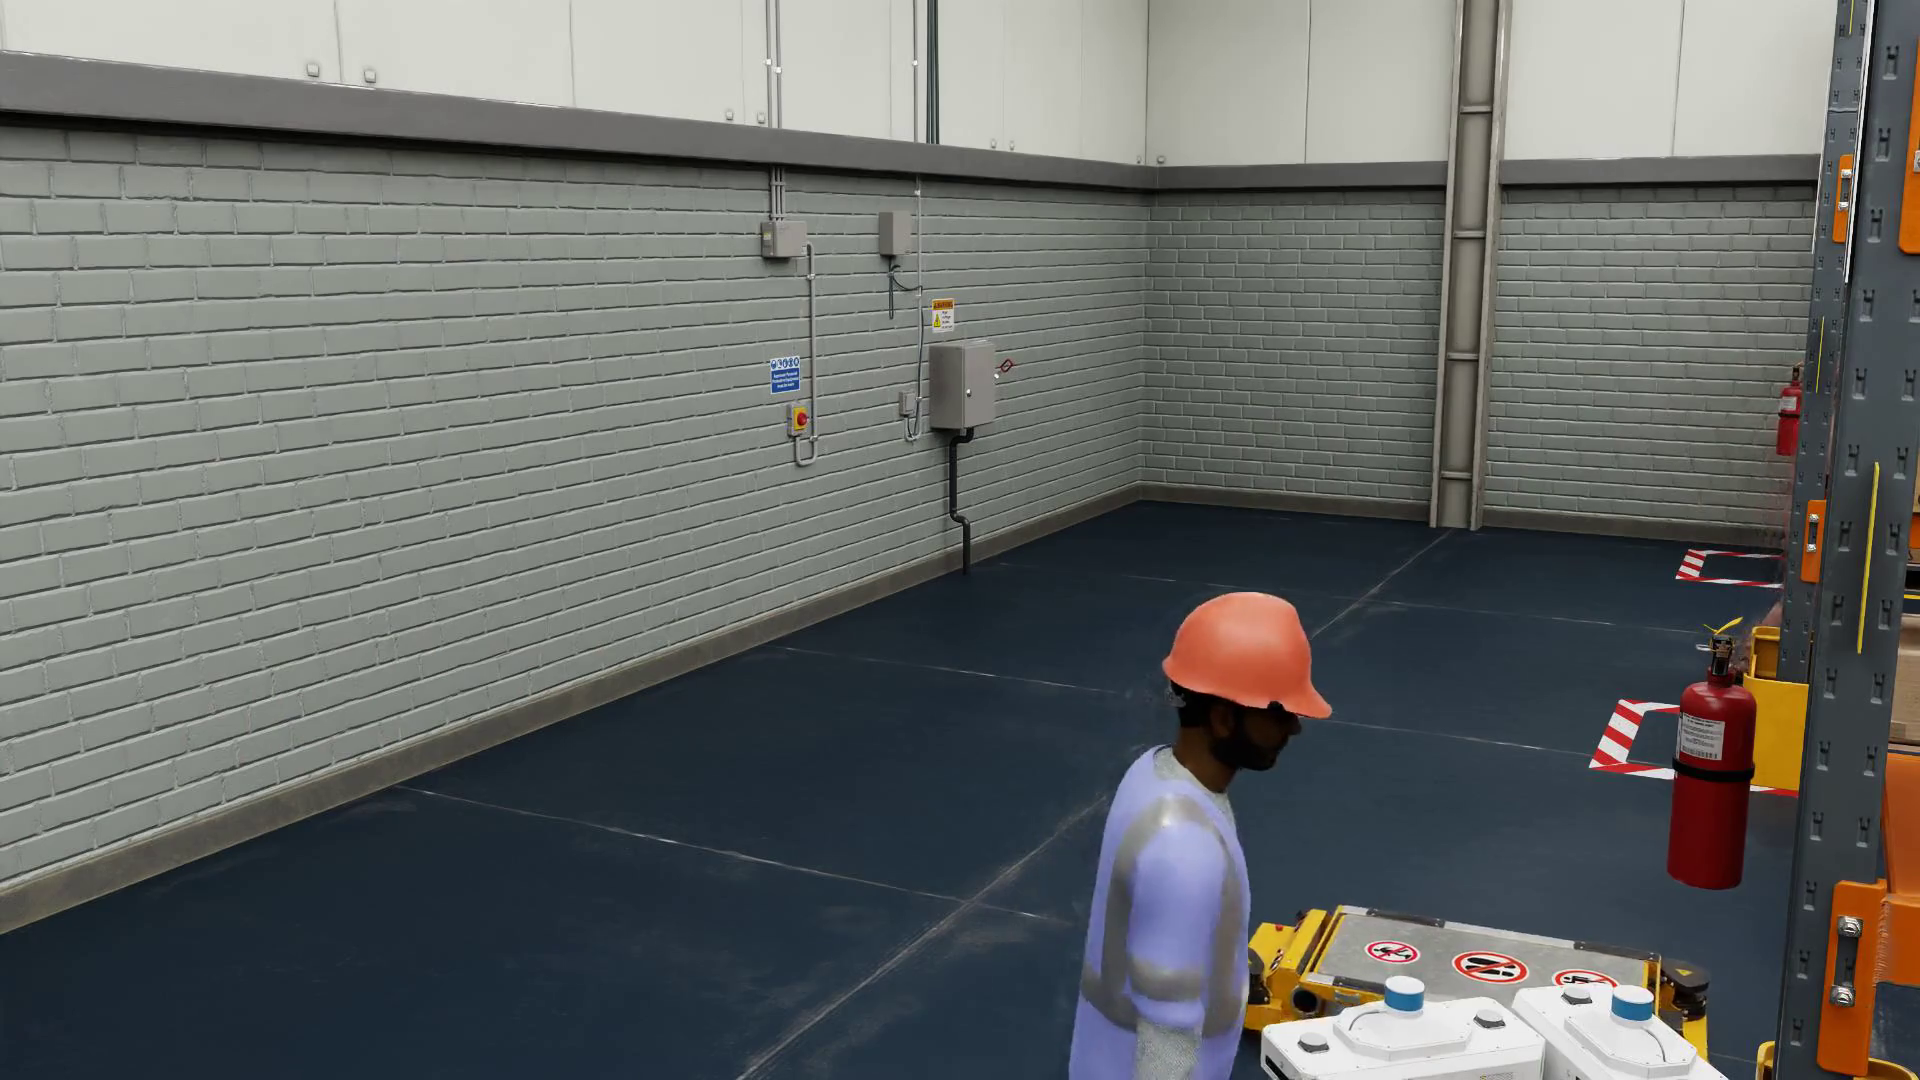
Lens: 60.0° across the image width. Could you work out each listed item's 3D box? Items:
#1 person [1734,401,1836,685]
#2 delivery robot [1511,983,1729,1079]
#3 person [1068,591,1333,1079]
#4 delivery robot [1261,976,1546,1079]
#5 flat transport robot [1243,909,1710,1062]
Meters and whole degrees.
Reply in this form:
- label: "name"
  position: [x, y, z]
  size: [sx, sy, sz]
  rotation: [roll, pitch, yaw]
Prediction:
- label: "person"
  position: [4.752, -0.037, 8.991]
  size: [1.023, 1.844, 0.664]
  rotation: [3, 11, 17]
- label: "delivery robot"
  position: [1.745, 1.410, 4.351]
  size: [0.477, 0.478, 0.707]
  rotation: [-2, 11, -10]
- label: "person"
  position: [0.291, 1.014, 3.131]
  size: [0.758, 1.900, 0.588]
  rotation: [1, 10, 8]
- label: "delivery robot"
  position: [1.166, 1.401, 4.405]
  size: [0.707, 0.478, 0.477]
  rotation: [-3, 11, -14]
- label: "flat transport robot"
  position: [1.589, 1.431, 5.269]
  size: [1.431, 0.197, 0.652]
  rotation: [5, 11, 23]
